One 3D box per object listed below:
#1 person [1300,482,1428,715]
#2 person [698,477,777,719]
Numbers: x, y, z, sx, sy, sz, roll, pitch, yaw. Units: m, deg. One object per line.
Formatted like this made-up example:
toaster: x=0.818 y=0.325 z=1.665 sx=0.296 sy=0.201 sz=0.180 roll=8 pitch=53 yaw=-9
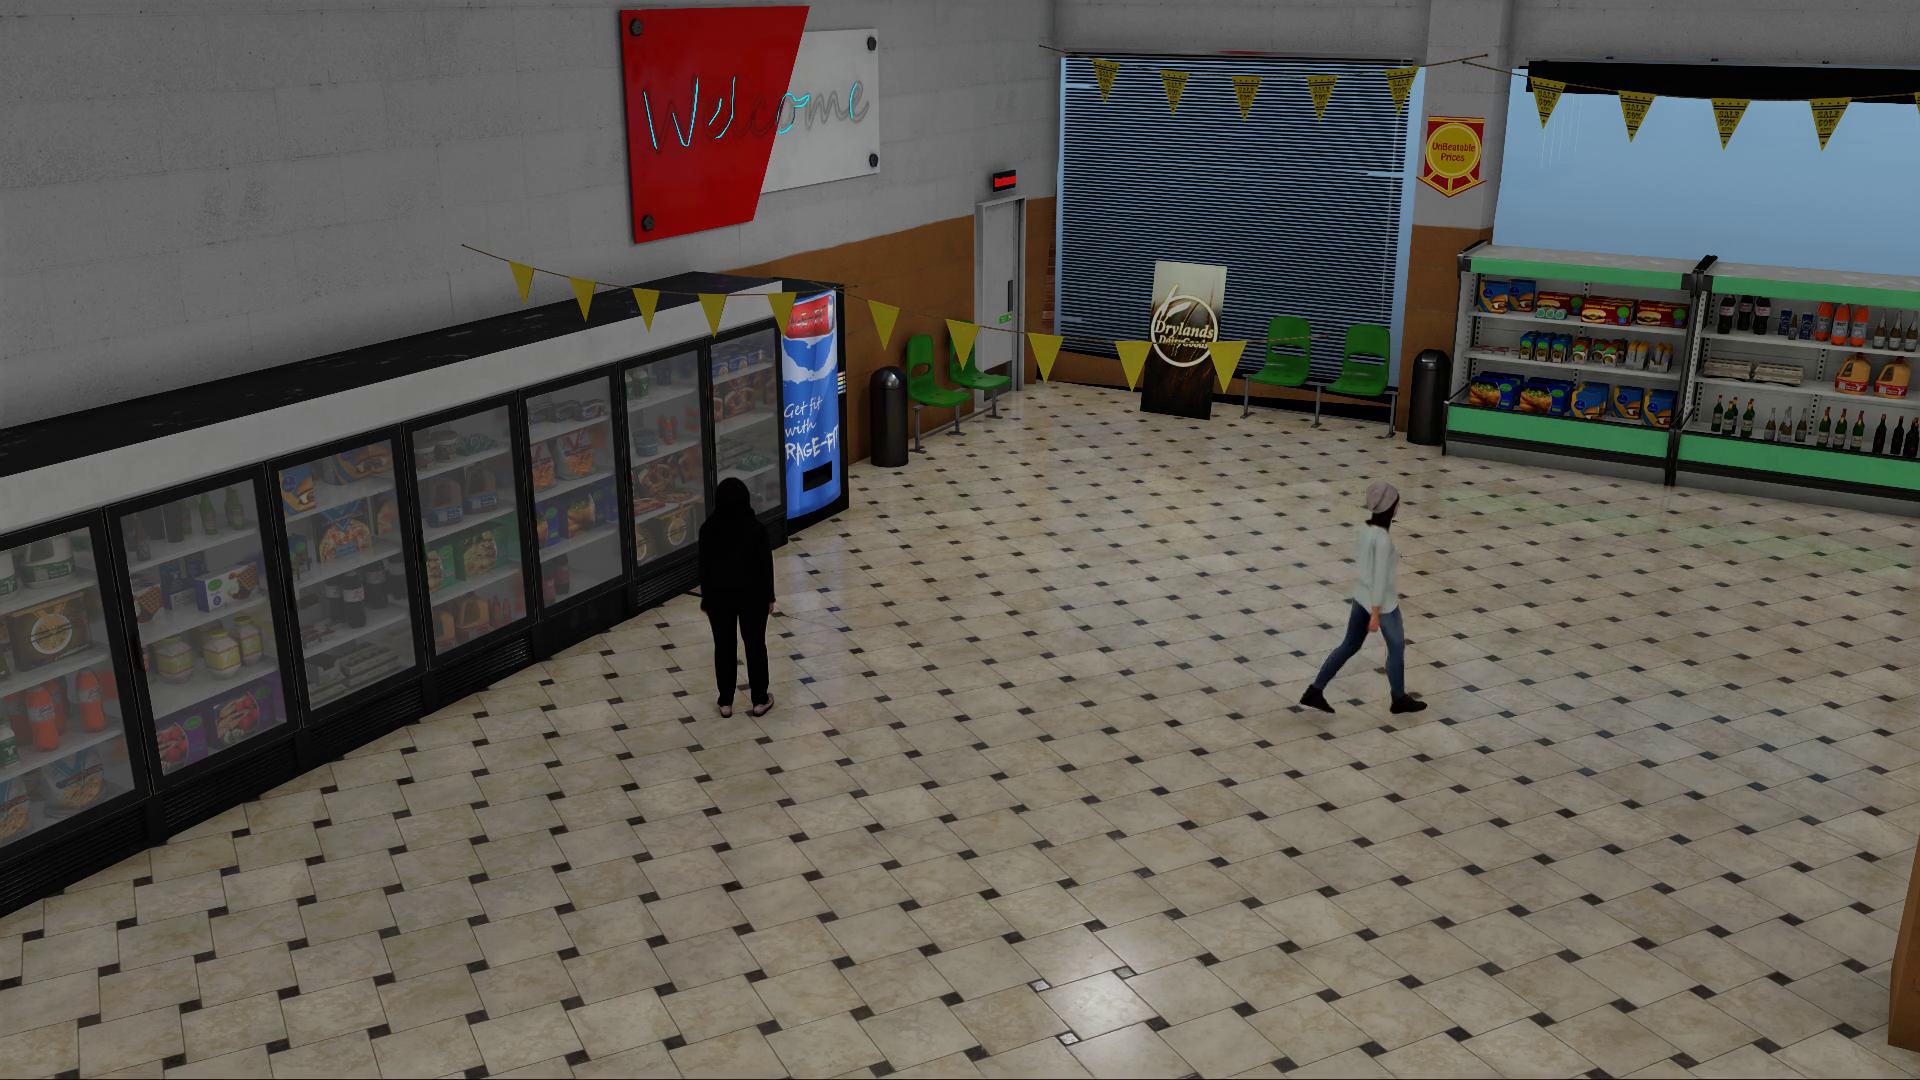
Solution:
person: x=2.608 y=0.421 z=10.813 sx=1.149 sy=1.607 sz=1.022 roll=-3 pitch=19 yaw=-8
person: x=-1.468 y=0.380 z=10.923 sx=0.735 sy=1.615 sz=0.829 roll=0 pitch=19 yaw=-1
